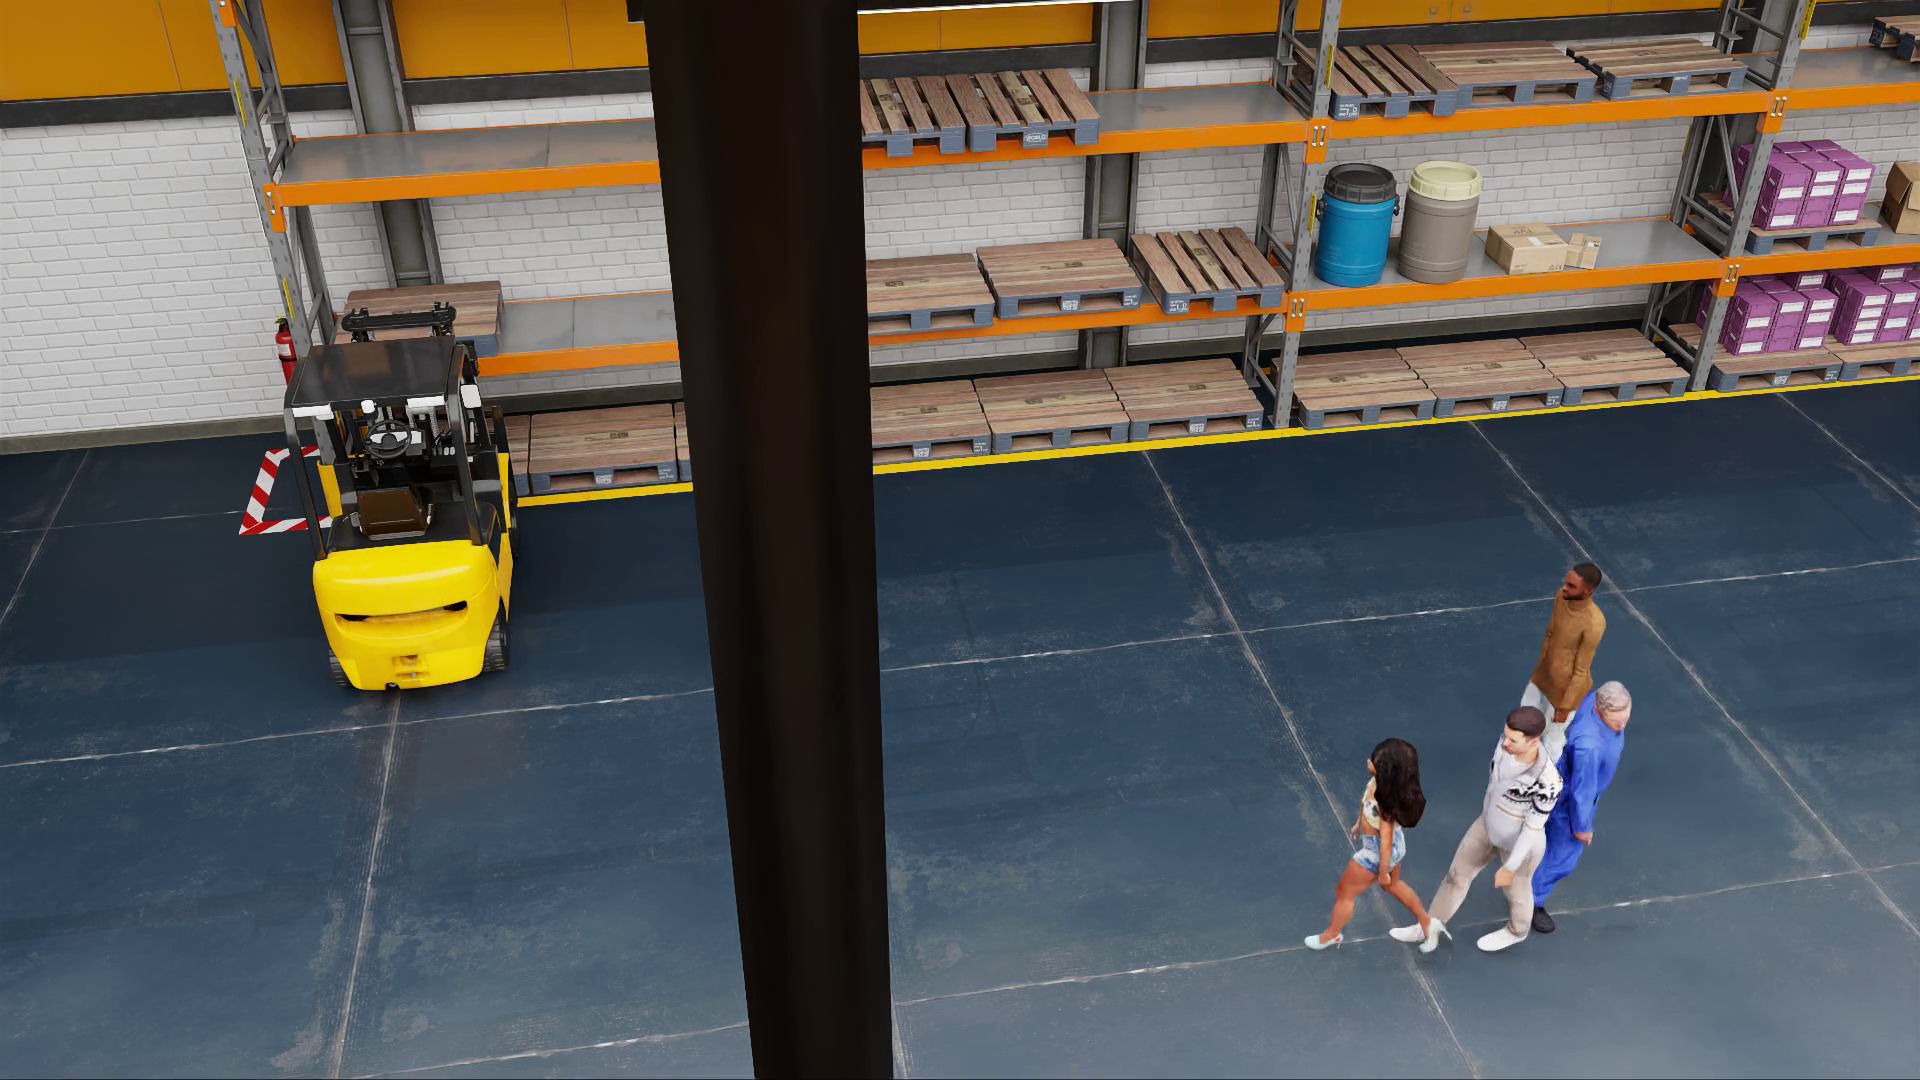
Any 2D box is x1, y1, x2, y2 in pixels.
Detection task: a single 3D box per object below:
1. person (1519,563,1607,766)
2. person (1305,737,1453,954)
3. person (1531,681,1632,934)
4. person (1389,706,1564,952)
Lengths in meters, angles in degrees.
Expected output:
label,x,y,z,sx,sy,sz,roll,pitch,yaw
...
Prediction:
label,x,y,z,sx,sy,sz,roll,pitch,yaw
person,3.795,0.878,10.268,0.771,1.805,0.655,-7,34,-11
person,2.387,1.734,9.169,1.095,1.595,0.831,8,34,12
person,3.475,1.401,9.494,0.877,1.790,0.931,6,34,10
person,3.109,1.604,9.155,1.085,1.828,0.795,-9,35,-13
